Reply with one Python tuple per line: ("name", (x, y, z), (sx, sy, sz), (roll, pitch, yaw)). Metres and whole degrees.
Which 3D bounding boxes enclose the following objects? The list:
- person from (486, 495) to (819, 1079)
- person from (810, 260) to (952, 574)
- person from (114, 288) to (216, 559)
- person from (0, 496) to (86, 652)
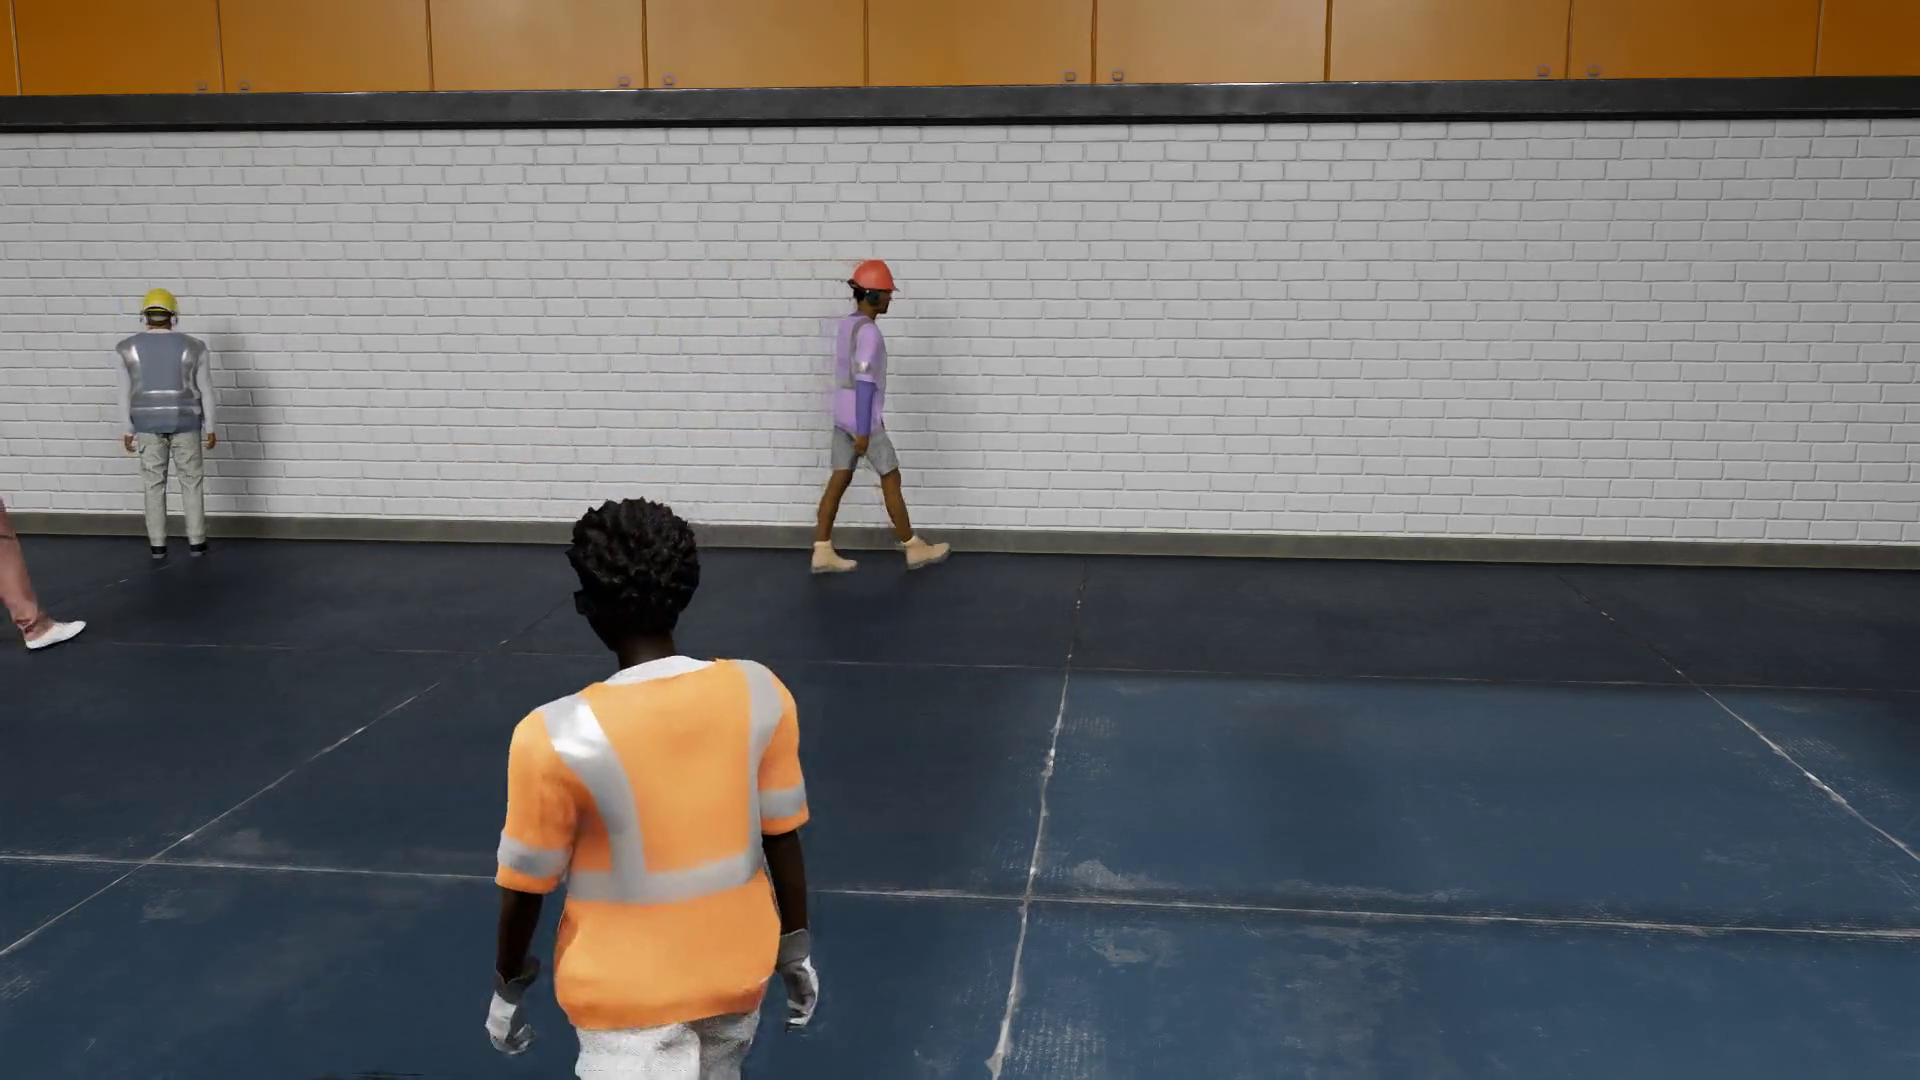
("person", (-0.577, 0.744, 2.936), (0.550, 1.645, 0.875), (-9, 13, -41))
("person", (-0.530, -0.783, 10.700), (0.996, 1.992, 0.635), (-4, 11, -22))
("person", (-5.341, -0.776, 11.204), (0.601, 1.815, 0.423), (-4, 11, -22))
("person", (-4.990, -0.322, 8.440), (0.652, 1.876, 0.828), (6, 11, 30))
